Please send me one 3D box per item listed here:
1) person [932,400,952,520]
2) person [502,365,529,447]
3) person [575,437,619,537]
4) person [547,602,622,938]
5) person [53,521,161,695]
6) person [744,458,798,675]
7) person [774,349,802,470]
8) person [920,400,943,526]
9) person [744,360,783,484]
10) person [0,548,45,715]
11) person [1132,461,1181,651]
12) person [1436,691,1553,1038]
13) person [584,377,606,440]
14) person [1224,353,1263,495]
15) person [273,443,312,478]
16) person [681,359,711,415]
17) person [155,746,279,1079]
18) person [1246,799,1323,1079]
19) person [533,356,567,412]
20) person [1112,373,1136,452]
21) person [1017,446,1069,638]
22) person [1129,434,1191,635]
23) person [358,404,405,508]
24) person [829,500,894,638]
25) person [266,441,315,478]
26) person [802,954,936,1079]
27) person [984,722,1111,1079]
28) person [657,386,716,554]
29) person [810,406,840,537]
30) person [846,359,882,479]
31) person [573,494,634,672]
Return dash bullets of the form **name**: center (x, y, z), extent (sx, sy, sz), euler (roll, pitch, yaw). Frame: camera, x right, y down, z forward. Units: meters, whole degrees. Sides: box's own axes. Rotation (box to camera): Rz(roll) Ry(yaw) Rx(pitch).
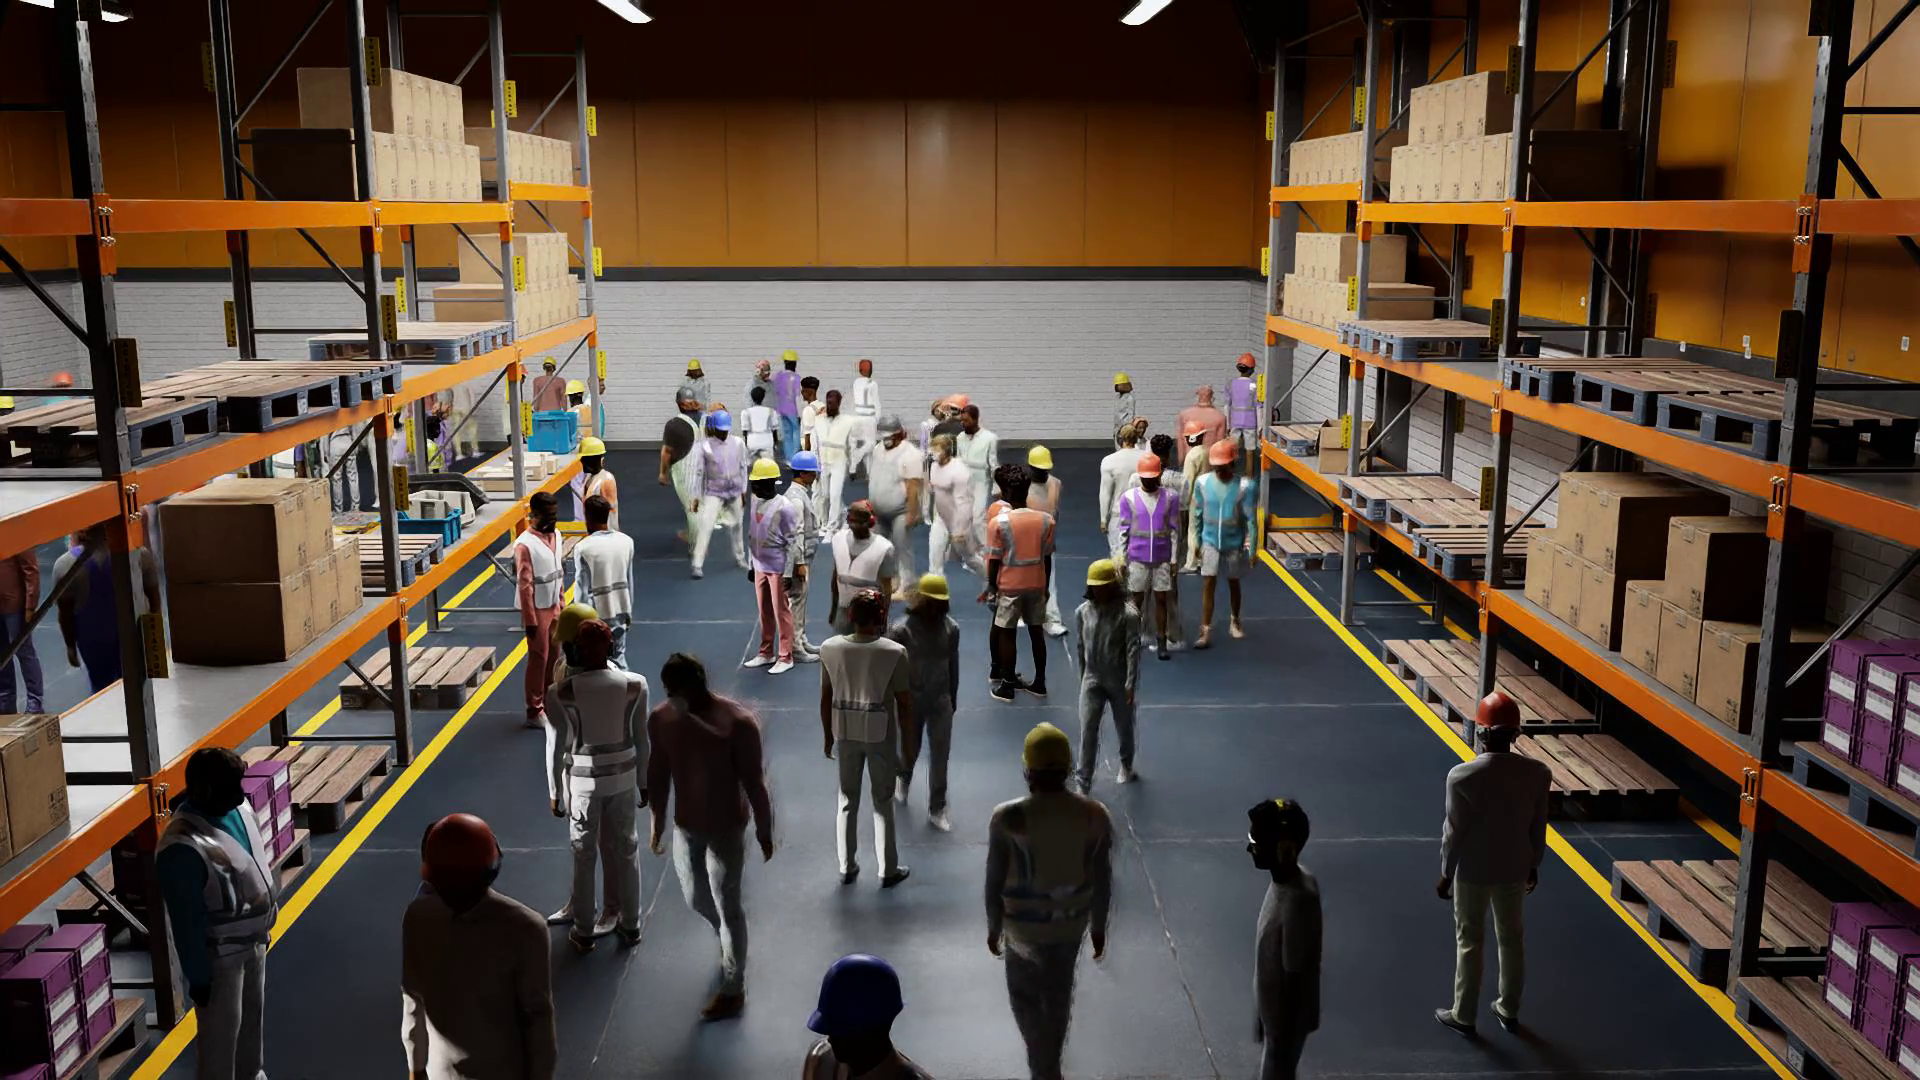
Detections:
- **person**: center (-0.163, -0.887, 20.836), extent (0.355, 1.742, 0.574), euler (-4, 12, -18)
- **person**: center (-6.206, -1.512, 23.329), extent (0.395, 1.994, 0.613), euler (-2, 12, -12)
- **person**: center (-3.514, -0.048, 16.159), extent (0.384, 1.924, 0.593), euler (-7, 13, -30)
- **person**: center (-2.121, 1.289, 9.451), extent (0.587, 1.928, 0.364), euler (8, 14, 35)
- **person**: center (-6.328, 0.644, 12.404), extent (0.687, 2.000, 1.012), euler (-4, 12, -21)
- **person**: center (-1.692, 0.226, 14.784), extent (0.594, 1.926, 0.366), euler (11, 16, 44)
- **person**: center (-2.641, -2.031, 26.116), extent (0.606, 1.916, 0.439), euler (10, 15, 42)
- **person**: center (-0.295, -1.012, 21.722), extent (0.513, 1.638, 0.313), euler (-7, 13, -30)
- **person**: center (-2.912, -1.727, 24.679), extent (0.402, 1.894, 0.650), euler (6, 13, 26)
- **person**: center (-7.597, 0.505, 13.211), extent (0.623, 1.993, 0.385), euler (4, 12, 17)
- **person**: center (1.725, 0.140, 15.423), extent (0.763, 1.836, 0.542), euler (1, 11, 4)
- **person**: center (2.636, 1.609, 8.287), extent (0.573, 1.750, 0.330), euler (-3, 12, -13)
- **person**: center (-5.038, -1.363, 22.981), extent (0.341, 1.840, 0.504), euler (-2, 11, -8)
- **person**: center (4.098, -1.659, 23.943), extent (0.605, 2.045, 0.378), euler (8, 14, 34)
- **person**: center (-7.739, -0.624, 19.292), extent (0.561, 1.836, 0.385), euler (9, 14, 37)
- **person**: center (-4.214, -2.024, 26.562), extent (0.483, 1.734, 0.340), euler (2, 11, 9)
- **person**: center (-3.208, 1.776, 7.272), extent (0.429, 1.831, 0.631), euler (0, 11, 1)
- **person**: center (1.243, 1.906, 6.537), extent (0.333, 1.860, 0.528), euler (2, 11, 10)
- **person**: center (-6.584, -2.073, 26.755), extent (0.532, 1.755, 0.342), euler (-2, 11, -10)
- **person**: center (2.372, -1.579, 24.334), extent (0.320, 1.732, 0.491), euler (-6, 13, -26)
- **person**: center (0.730, 0.003, 16.075), extent (0.622, 1.864, 1.052), euler (-5, 12, -25)
- **person**: center (1.925, -0.051, 16.074), extent (0.603, 1.966, 0.368), euler (3, 12, 15)
- **person**: center (-7.938, -1.358, 22.866), extent (0.659, 1.886, 0.525), euler (-1, 11, -4)
- **person**: center (-0.804, 0.571, 13.308), extent (0.590, 1.821, 0.455), euler (7, 13, 30)
- **person**: center (-7.870, -0.733, 19.565), extent (0.627, 1.941, 0.371), euler (2, 11, 10)
- **person**: center (-0.275, 2.161, 5.031), extent (0.612, 1.947, 0.388), euler (9, 15, 39)
- **person**: center (0.418, 1.735, 7.527), extent (0.586, 1.812, 0.771), euler (-4, 12, -19)
- **person**: center (-3.304, -0.865, 19.971), extent (0.700, 2.000, 0.953), euler (-11, 16, -44)
- **person**: center (-1.711, -0.878, 21.039), extent (0.314, 1.642, 0.514), euler (6, 13, 29)
- **person**: center (-1.474, -1.809, 25.156), extent (0.695, 1.862, 0.591), euler (-9, 15, -39)
- **person**: center (-2.767, 0.594, 12.998), extent (0.399, 1.906, 0.603), euler (7, 13, 31)
